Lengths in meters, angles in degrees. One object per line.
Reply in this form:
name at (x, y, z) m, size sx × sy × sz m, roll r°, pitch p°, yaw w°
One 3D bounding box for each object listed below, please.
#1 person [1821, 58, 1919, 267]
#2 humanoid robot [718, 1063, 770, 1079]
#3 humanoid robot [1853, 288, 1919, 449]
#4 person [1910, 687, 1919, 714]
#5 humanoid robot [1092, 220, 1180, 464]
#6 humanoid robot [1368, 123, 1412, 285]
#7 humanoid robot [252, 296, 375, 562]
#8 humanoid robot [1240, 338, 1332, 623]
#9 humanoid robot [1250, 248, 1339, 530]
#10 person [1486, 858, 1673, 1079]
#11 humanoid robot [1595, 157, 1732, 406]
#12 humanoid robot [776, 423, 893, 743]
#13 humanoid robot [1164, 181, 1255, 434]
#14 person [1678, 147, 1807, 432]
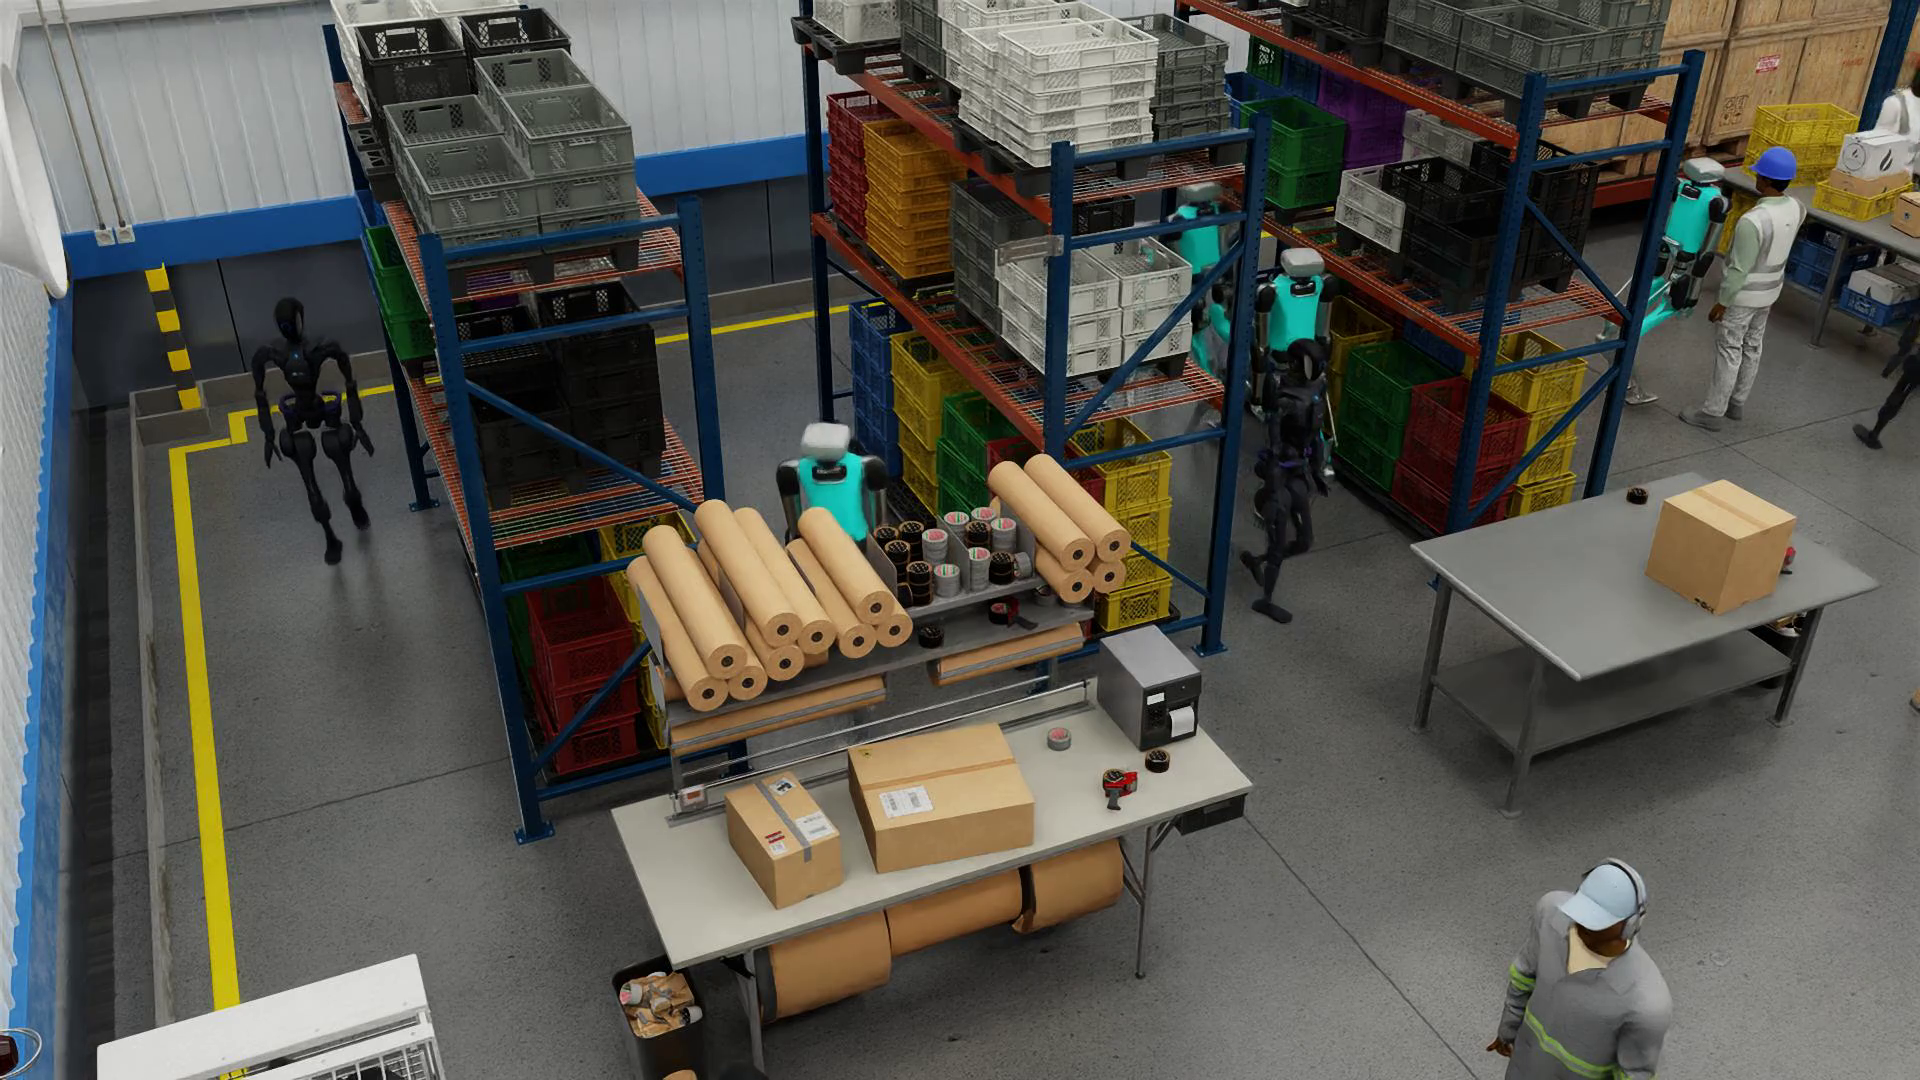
person at (7.405, -2.986, 13.299) m, size 0.606 × 1.861 × 0.580 m, roll -14°, pitch 34°, yaw -21°
humanoid robot at (-0.598, 2.202, 5.064) m, size 0.659 × 1.634 × 0.608 m, roll 22°, pitch 38°, yaw 31°
humanoid robot at (6.268, -1.220, 10.651) m, size 0.599 × 1.622 × 0.787 m, roll -6°, pitch 32°, yaw -10°
person at (5.242, 0.050, 8.210) m, size 0.607 × 2.033 × 0.400 m, roll -10°, pitch 33°, yaw -16°
humanoid robot at (1.050, -1.303, 10.558) m, size 0.533 × 1.677 × 0.735 m, roll -2°, pitch 32°, yaw -4°
humanoid robot at (3.316, -2.490, 12.722) m, size 0.782 × 1.636 × 0.589 m, roll -4°, pitch 32°, yaw -6°
humanoid robot at (-3.775, -0.682, 9.732) m, size 0.616 × 1.642 × 0.464 m, roll -8°, pitch 32°, yaw -13°
humanoid robot at (1.774, -0.342, 9.181) m, size 0.448 × 1.646 × 0.587 m, roll 21°, pitch 37°, yaw 30°
humanoid robot at (2.043, -0.824, 9.848) m, size 0.530 × 1.734 × 0.695 m, roll -11°, pitch 33°, yaw -18°
person at (2.000, 1.785, 5.561) m, size 0.368 × 1.852 × 0.592 m, roll -13°, pitch 34°, yaw -20°
humanoid robot at (4.672, -1.725, 11.279) m, size 0.730 × 1.692 × 0.531 m, roll -10°, pitch 33°, yaw -16°
humanoid robot at (-0.589, 0.362, 8.025) m, size 0.575 × 1.789 × 0.958 m, roll 0°, pitch 32°, yaw 0°
humanoid robot at (1.722, -1.391, 10.921) m, size 0.538 × 1.845 × 0.849 m, roll -22°, pitch 38°, yaw -31°
person at (5.227, -1.649, 11.047) m, size 0.602 × 1.948 × 0.386 m, roll -21°, pitch 37°, yaw -30°
